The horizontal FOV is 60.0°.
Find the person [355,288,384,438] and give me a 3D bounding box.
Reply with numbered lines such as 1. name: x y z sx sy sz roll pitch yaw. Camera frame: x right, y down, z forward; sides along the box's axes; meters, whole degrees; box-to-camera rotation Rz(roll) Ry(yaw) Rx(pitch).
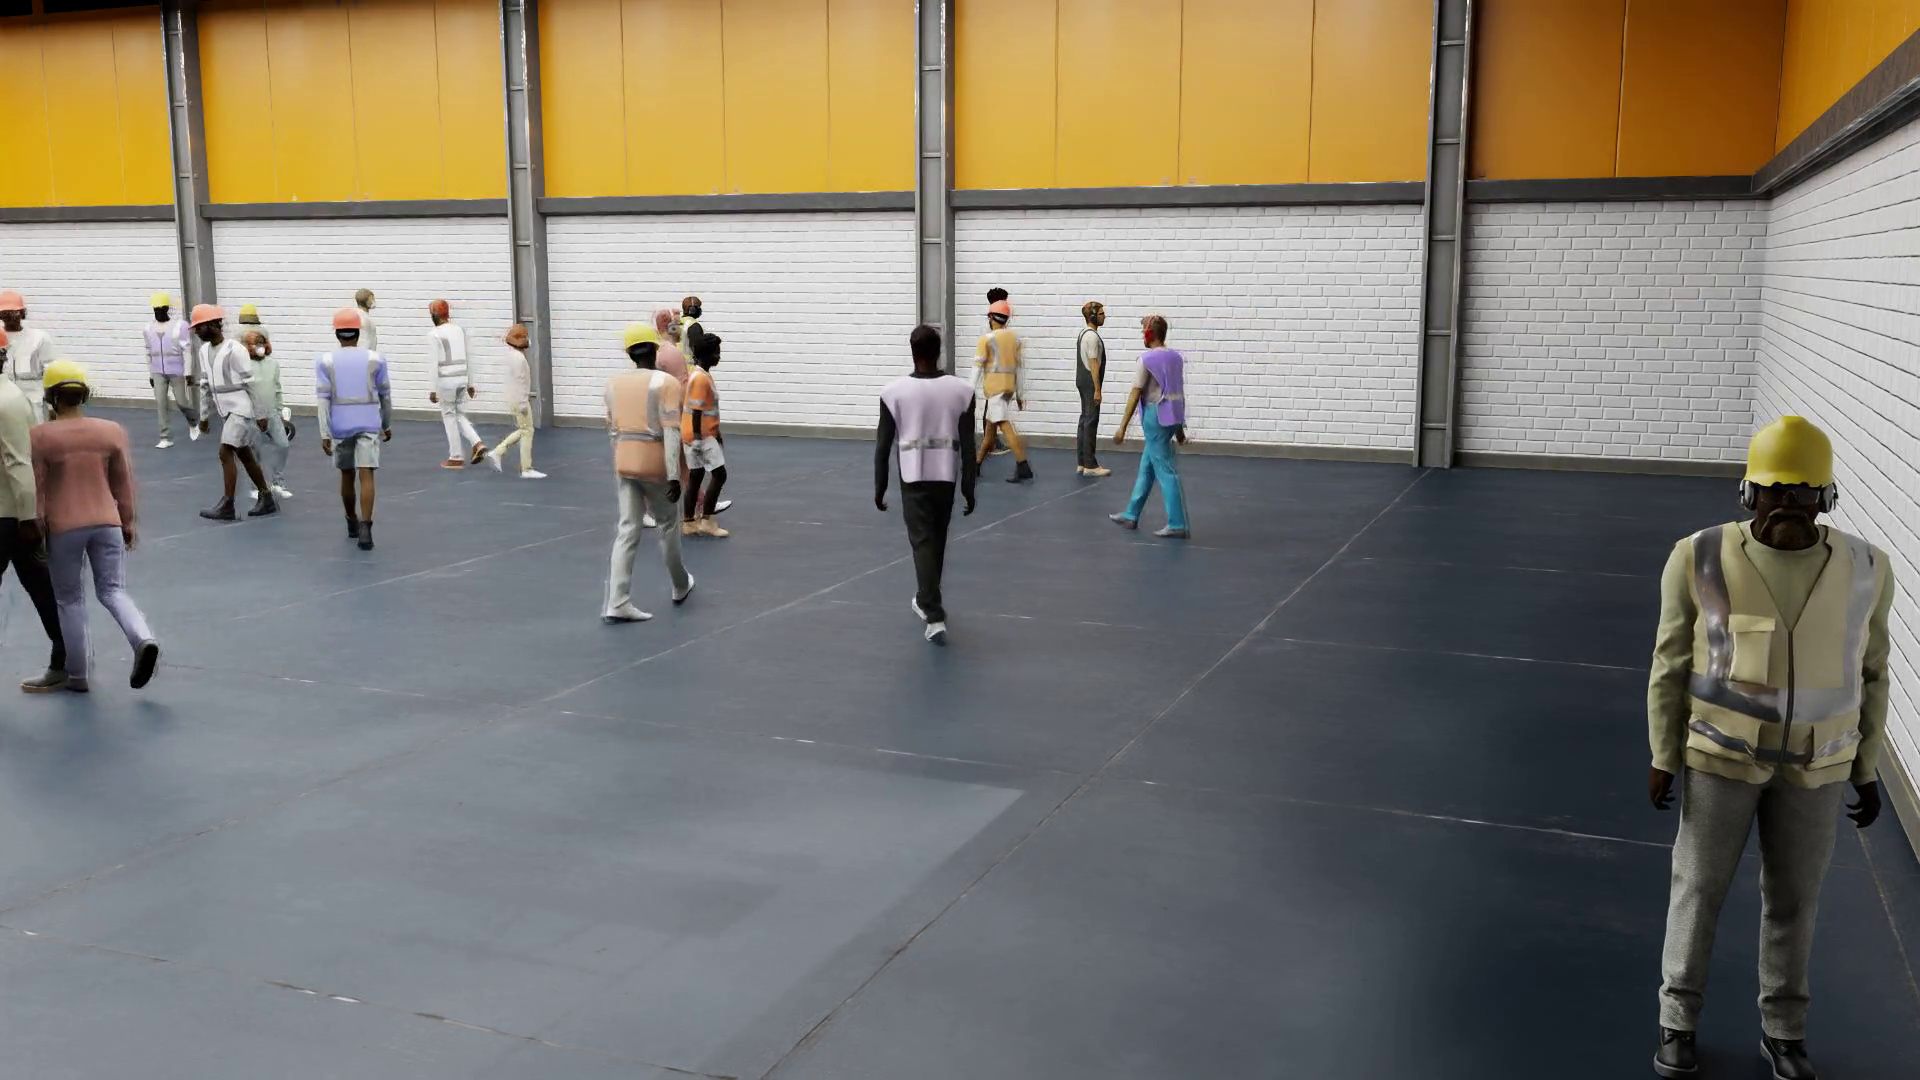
1. person: -7.664 -2.275 21.438 0.352 1.938 0.634 -4 10 -21

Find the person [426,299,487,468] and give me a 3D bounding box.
1. person: -5.519 -1.691 18.120 0.494 1.864 0.579 4 10 22

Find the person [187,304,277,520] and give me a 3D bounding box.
1. person: -6.396 -1.112 14.537 0.562 1.880 0.886 7 12 35

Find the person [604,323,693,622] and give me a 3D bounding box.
1. person: -1.969 -0.437 10.569 0.656 1.850 0.980 4 10 22

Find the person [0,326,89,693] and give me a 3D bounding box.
1. person: -4.984 -0.143 8.455 0.931 1.952 0.646 -6 11 -32

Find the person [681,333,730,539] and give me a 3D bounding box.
1. person: -2.045 -0.837 13.488 0.508 1.674 0.547 -2 10 -11

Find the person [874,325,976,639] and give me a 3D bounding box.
1. person: -0.205 -0.360 10.092 0.604 1.871 1.053 -2 10 -12

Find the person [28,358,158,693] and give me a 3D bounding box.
1. person: -4.471 -0.054 8.542 0.624 1.748 0.537 8 12 39

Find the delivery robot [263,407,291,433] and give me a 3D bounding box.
1. delivery robot: -8.819 -1.548 20.932 0.707 0.478 0.477 -6 11 -34

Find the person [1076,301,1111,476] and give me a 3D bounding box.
1. person: 1.406 -1.602 17.642 0.345 1.847 0.506 -2 10 -9

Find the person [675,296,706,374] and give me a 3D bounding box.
1. person: -3.322 -2.109 20.730 0.429 1.844 0.626 -6 11 -31

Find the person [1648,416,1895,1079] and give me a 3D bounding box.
1. person: 2.166 0.578 4.471 0.599 1.830 0.403 2 10 13

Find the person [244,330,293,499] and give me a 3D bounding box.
1. person: -6.576 -1.172 15.733 0.536 1.610 0.526 6 11 33

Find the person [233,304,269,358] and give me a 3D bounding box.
1. person: -9.632 -2.367 22.688 0.851 1.708 0.499 7 11 35

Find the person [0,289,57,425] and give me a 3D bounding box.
1. person: -8.551 -1.271 15.138 0.615 2.024 0.760 -4 10 -24

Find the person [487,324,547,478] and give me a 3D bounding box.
1. person: -4.629 -1.438 17.326 0.503 1.614 0.512 -4 10 -22

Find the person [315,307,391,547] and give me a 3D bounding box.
1. person: -4.827 -0.901 13.281 0.552 1.897 0.980 -3 10 -16

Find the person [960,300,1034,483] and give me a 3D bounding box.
1. person: 0.385 -1.534 17.188 0.656 1.869 1.037 -9 13 -42

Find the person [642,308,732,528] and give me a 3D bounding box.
1. person: -2.431 -1.039 14.214 1.004 1.853 0.646 -4 10 -25

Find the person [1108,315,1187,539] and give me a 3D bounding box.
1. person: 1.525 -0.932 13.679 0.901 1.802 0.597 7 12 36

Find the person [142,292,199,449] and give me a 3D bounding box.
1. person: -9.694 -2.092 20.418 0.594 1.911 0.712 0 9 -1

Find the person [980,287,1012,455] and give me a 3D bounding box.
1. person: 0.429 -1.997 19.667 0.367 1.966 0.607 3 10 16
